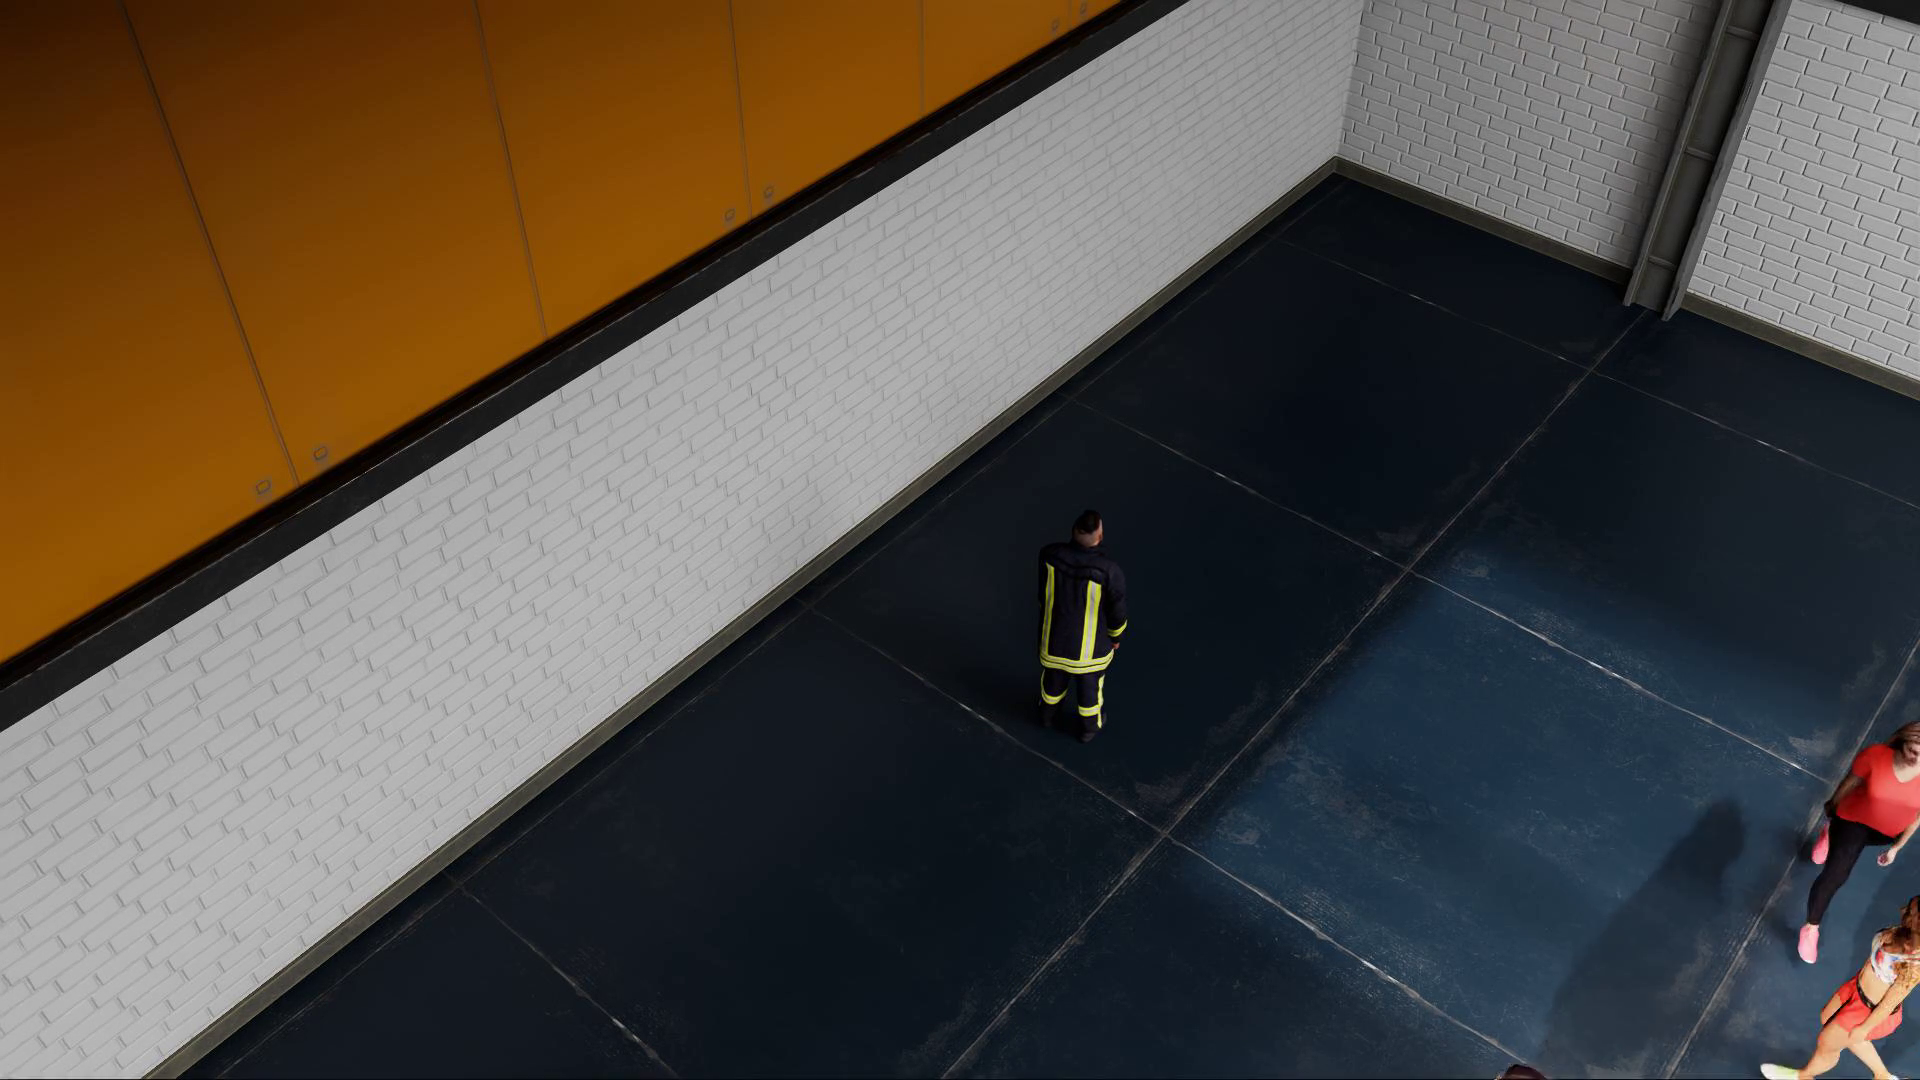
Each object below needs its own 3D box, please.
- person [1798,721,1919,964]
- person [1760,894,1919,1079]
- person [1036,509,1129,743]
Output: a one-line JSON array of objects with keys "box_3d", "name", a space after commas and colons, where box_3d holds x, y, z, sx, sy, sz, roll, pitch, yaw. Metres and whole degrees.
[{"box_3d": [5.049, 1.506, 9.244, 1.217, 1.642, 0.962, 13, 45, 13], "name": "person"}, {"box_3d": [4.615, 2.332, 8.278, 0.923, 1.779, 0.712, 18, 47, 18], "name": "person"}, {"box_3d": [0.710, 0.507, 10.137, 0.729, 1.857, 0.874, 17, 46, 17], "name": "person"}]
